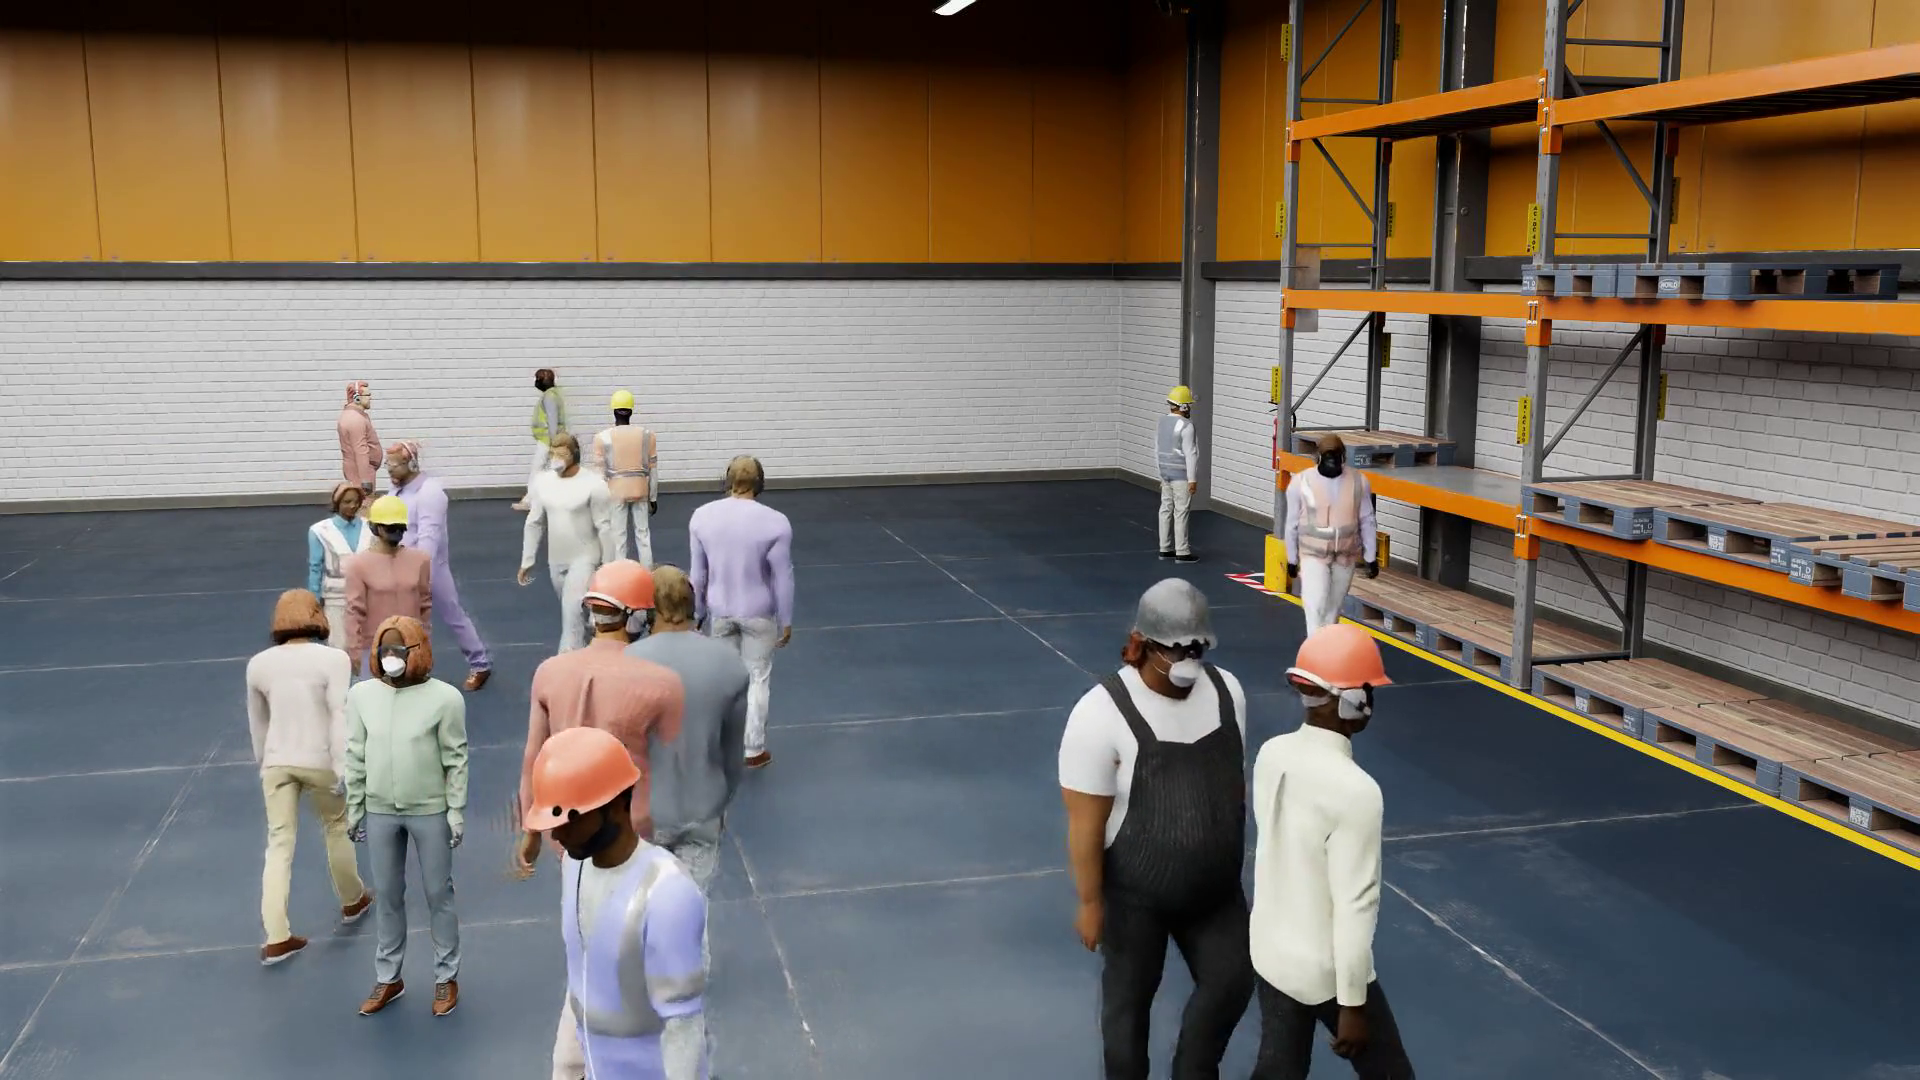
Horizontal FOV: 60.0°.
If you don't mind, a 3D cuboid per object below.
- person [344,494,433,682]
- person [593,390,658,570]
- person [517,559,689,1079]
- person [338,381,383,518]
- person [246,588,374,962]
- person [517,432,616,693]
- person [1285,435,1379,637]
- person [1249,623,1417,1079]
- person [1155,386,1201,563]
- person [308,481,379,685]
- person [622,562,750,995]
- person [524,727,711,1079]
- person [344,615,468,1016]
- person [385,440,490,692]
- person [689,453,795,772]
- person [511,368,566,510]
[{"bbox_3d":[-3.337,0.579,9.668,0.531,1.737,0.822,-8,12,-42],"label":"person"},{"bbox_3d":[-3.048,-0.403,15.185,0.585,1.929,0.370,-4,10,-25],"label":"person"},{"bbox_3d":[-1.262,1.032,6.199,0.608,1.928,1.055,4,10,23],"label":"person"},{"bbox_3d":[-6.030,-0.651,16.802,0.408,1.906,0.653,-5,10,-29],"label":"person"},{"bbox_3d":[-2.915,1.010,7.434,0.528,1.570,0.823,1,9,3],"label":"person"},{"bbox_3d":[-2.776,0.173,11.762,0.644,1.876,1.052,5,10,26],"label":"person"},{"bbox_3d":[2.733,0.144,12.150,0.642,1.798,0.912,0,9,-3],"label":"person"},{"bbox_3d":[1.088,1.220,4.898,0.617,1.972,0.642,-3,10,-20],"label":"person"},{"bbox_3d":[2.262,-0.676,17.190,0.404,1.832,0.595,-5,11,-31],"label":"person"},{"bbox_3d":[-4.076,0.403,11.084,0.528,1.622,0.432,-8,12,-40],"label":"person"},{"bbox_3d":[-1.083,1.043,6.214,0.657,1.911,0.443,-6,11,-32],"label":"person"},{"bbox_3d":[-0.768,1.364,4.311,0.585,1.885,1.007,9,13,44],"label":"person"},{"bbox_3d":[-2.224,1.103,6.695,0.500,1.636,0.284,0,9,3],"label":"person"},{"bbox_3d":[-3.736,0.212,11.628,0.652,1.856,1.022,7,12,38],"label":"person"},{"bbox_3d":[-1.291,0.444,9.911,0.654,1.921,0.480,2,9,12],"label":"person"},{"bbox_3d":[-5.172,-1.275,21.052,0.971,1.800,0.637,-1,9,-8],"label":"person"}]
